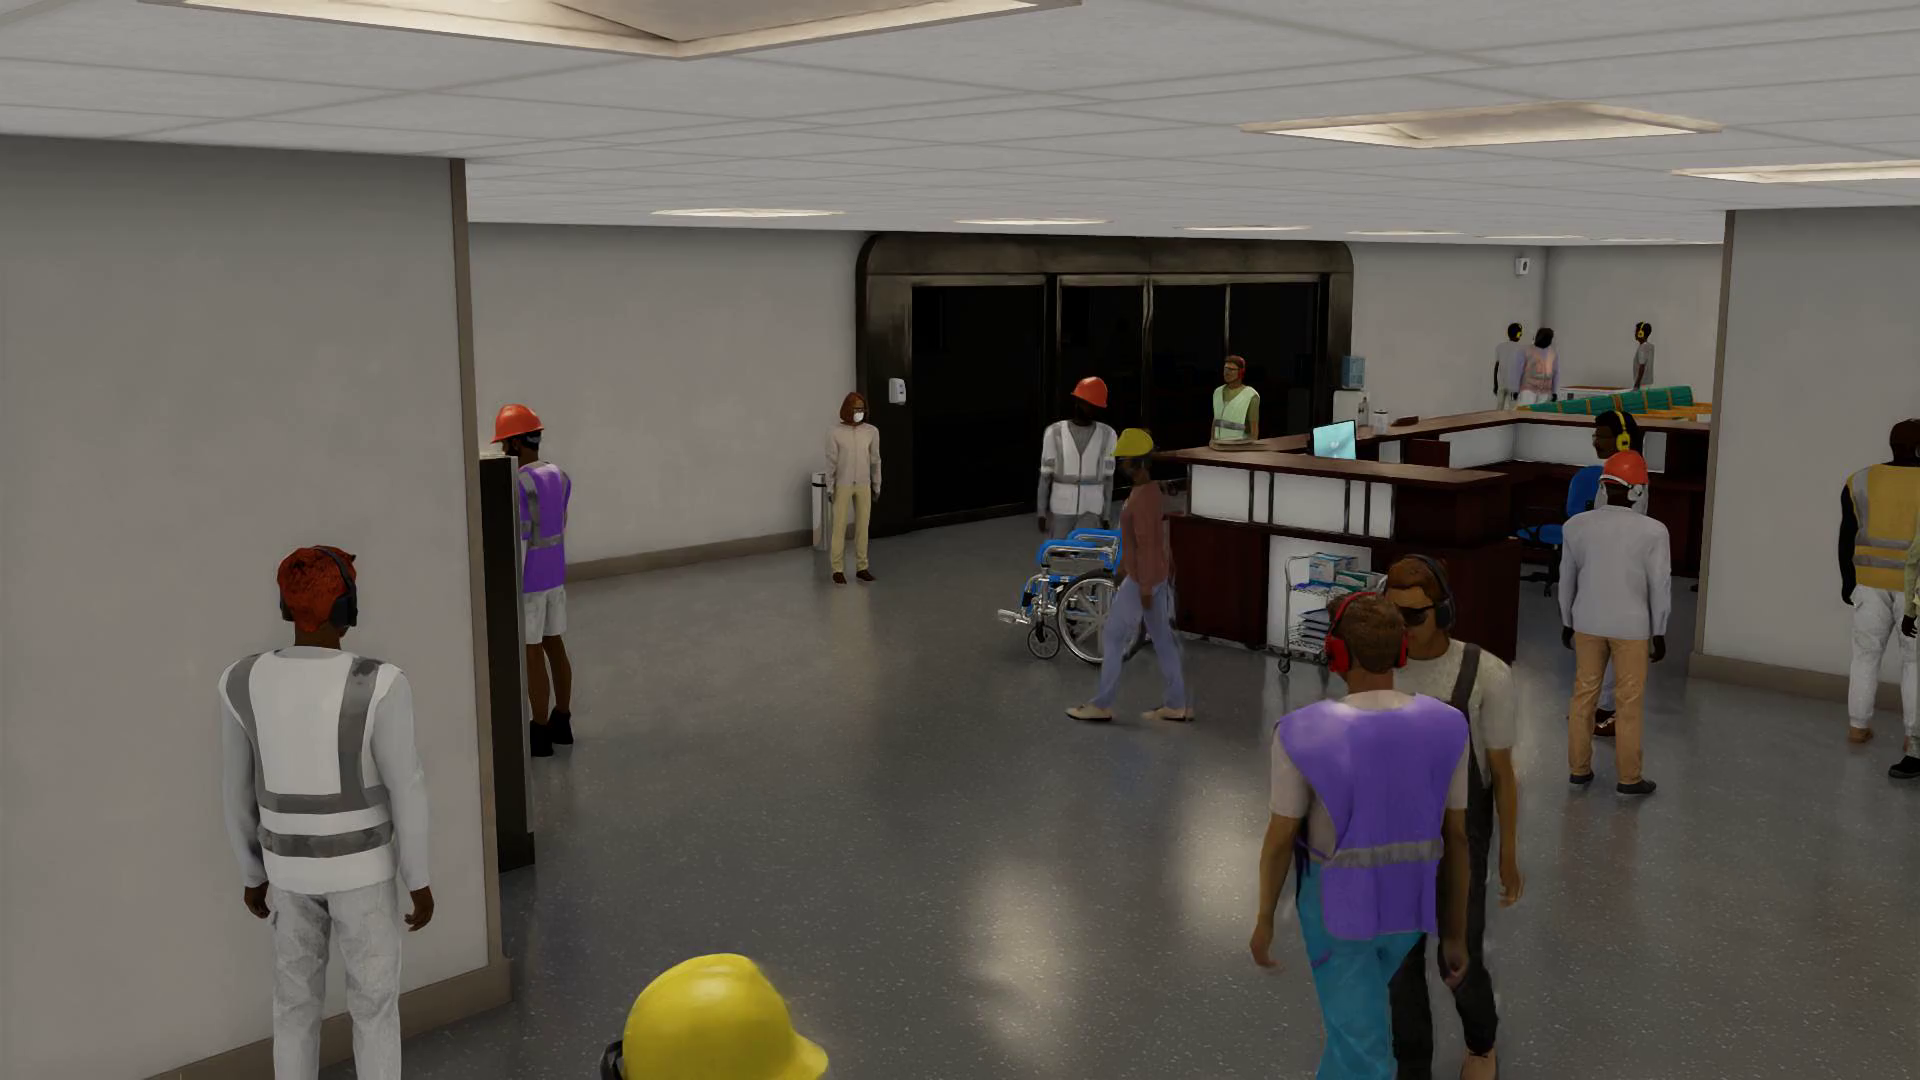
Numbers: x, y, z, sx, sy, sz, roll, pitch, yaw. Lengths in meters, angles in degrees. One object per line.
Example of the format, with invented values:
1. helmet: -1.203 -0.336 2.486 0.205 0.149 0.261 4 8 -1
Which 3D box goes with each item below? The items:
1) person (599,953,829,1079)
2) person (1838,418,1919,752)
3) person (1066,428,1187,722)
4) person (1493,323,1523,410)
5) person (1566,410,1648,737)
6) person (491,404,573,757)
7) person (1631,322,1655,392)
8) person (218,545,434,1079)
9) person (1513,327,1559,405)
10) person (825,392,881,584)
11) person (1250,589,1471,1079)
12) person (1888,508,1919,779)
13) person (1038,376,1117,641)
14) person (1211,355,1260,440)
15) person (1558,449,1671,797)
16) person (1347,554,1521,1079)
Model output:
1. person: -0.323 1.414 2.271 0.305 1.772 0.525 -1 9 -6
2. person: 5.203 0.247 9.215 0.430 1.841 0.623 -9 13 -43
3. person: 0.973 0.219 9.709 0.799 1.738 0.541 3 10 15
4. person: 8.213 -2.310 24.865 0.523 1.854 0.336 9 13 43
5. person: 3.723 0.190 9.497 0.333 1.864 0.505 0 9 1
6. person: -2.352 0.221 9.091 0.372 1.930 0.543 3 10 17
7. person: 10.088 -2.286 24.649 0.329 1.874 0.518 7 12 39
8. person: -1.795 0.947 4.780 0.584 1.882 0.346 1 9 7
9. person: 8.364 -2.171 24.138 0.666 1.815 0.455 -2 10 -14
10. person: -0.901 -0.439 14.086 0.504 1.627 0.286 -4 10 -26
11. person: 1.119 1.034 4.534 0.557 1.796 0.973 -3 10 -18
12. person: 5.101 0.369 8.484 0.404 1.830 0.601 -6 11 -32
13. person: 0.850 -0.252 12.099 0.561 1.899 0.761 0 9 1
14. person: 2.599 -0.830 15.787 0.390 1.850 0.565 -7 12 -37
15. person: 3.321 0.415 8.434 0.333 1.753 0.562 -9 13 -44
16. person: 1.459 0.923 5.126 0.541 1.819 0.527 7 11 35
